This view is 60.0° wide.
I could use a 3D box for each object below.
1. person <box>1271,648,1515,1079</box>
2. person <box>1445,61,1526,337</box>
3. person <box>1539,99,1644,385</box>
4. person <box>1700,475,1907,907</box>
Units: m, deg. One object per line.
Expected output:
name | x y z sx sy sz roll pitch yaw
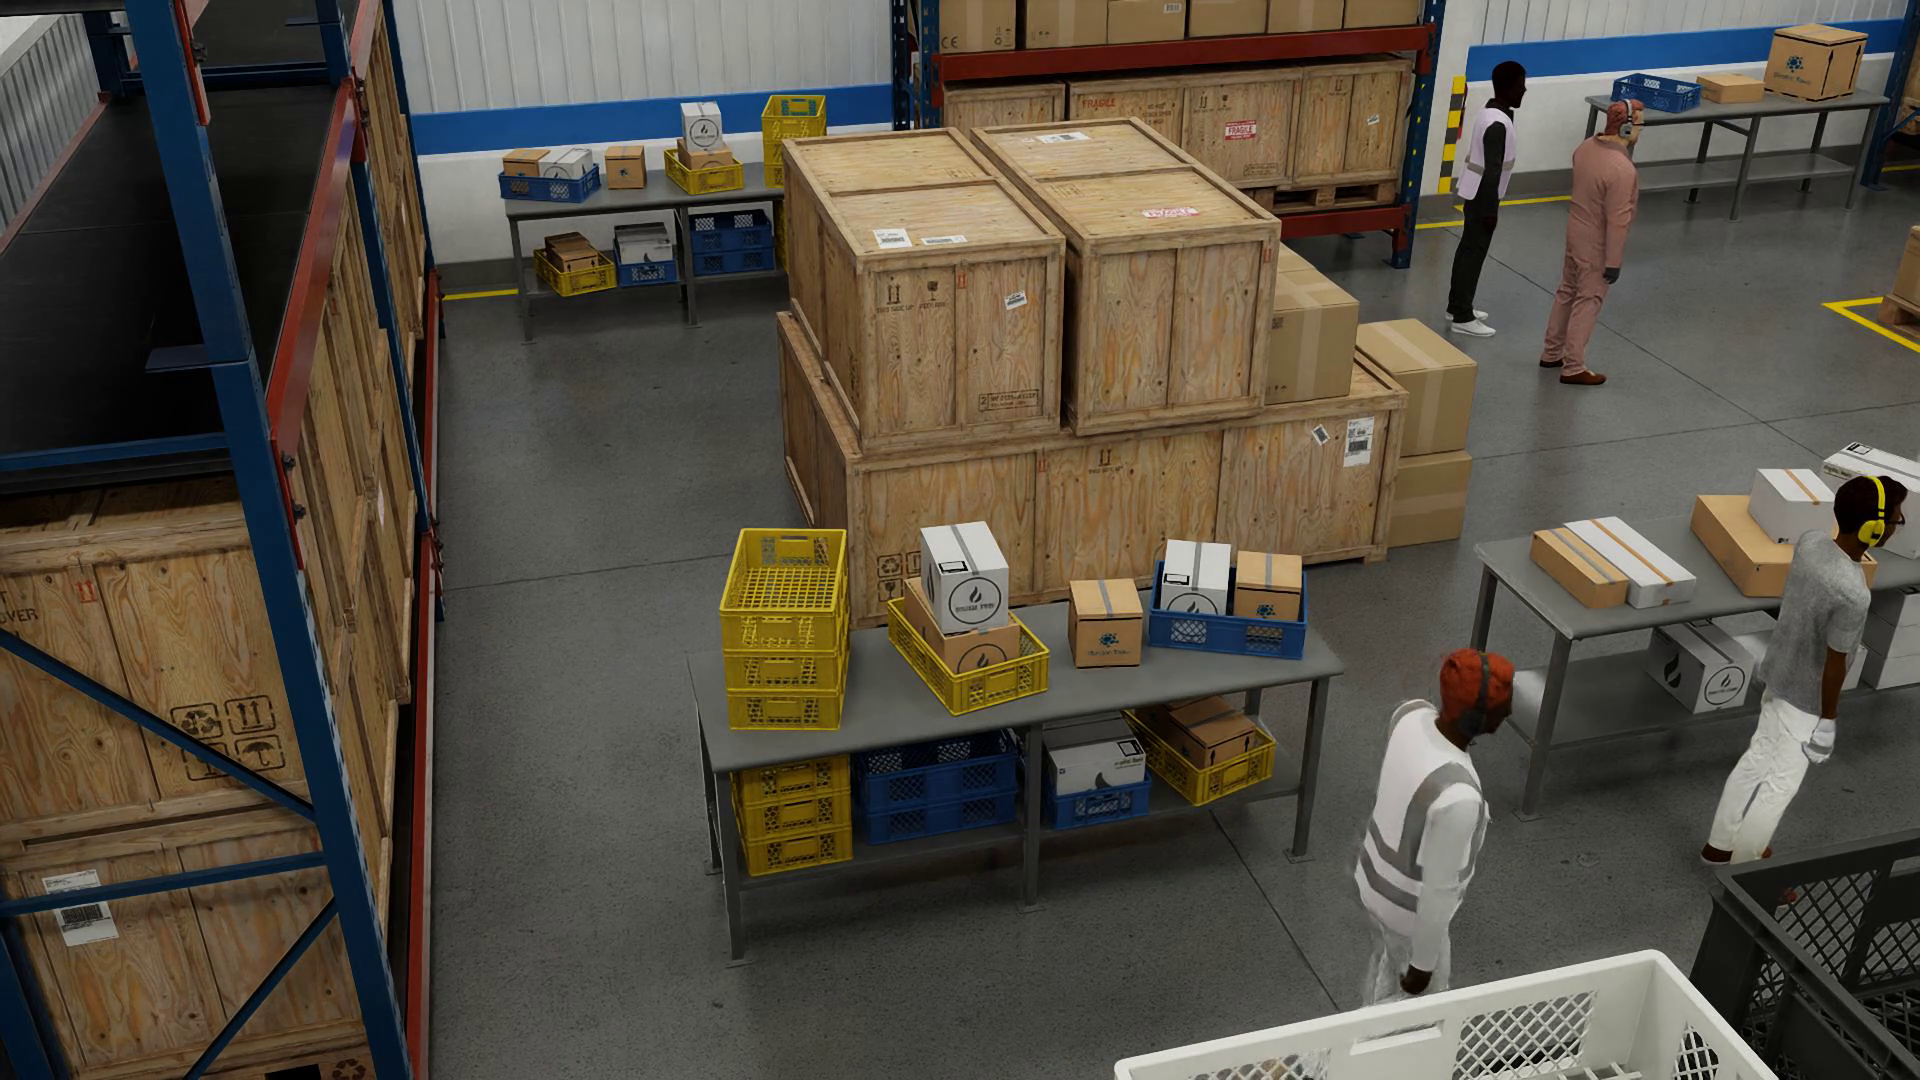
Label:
person | 1.391 1.146 5.368 0.598 1.865 0.611 -2 29 -4
person | 3.713 -2.423 11.790 0.390 1.920 0.587 5 29 8
person | 4.209 -1.954 10.966 0.402 1.901 0.647 -3 29 -5
person | 3.238 0.589 6.389 0.322 1.862 0.510 1 29 2
